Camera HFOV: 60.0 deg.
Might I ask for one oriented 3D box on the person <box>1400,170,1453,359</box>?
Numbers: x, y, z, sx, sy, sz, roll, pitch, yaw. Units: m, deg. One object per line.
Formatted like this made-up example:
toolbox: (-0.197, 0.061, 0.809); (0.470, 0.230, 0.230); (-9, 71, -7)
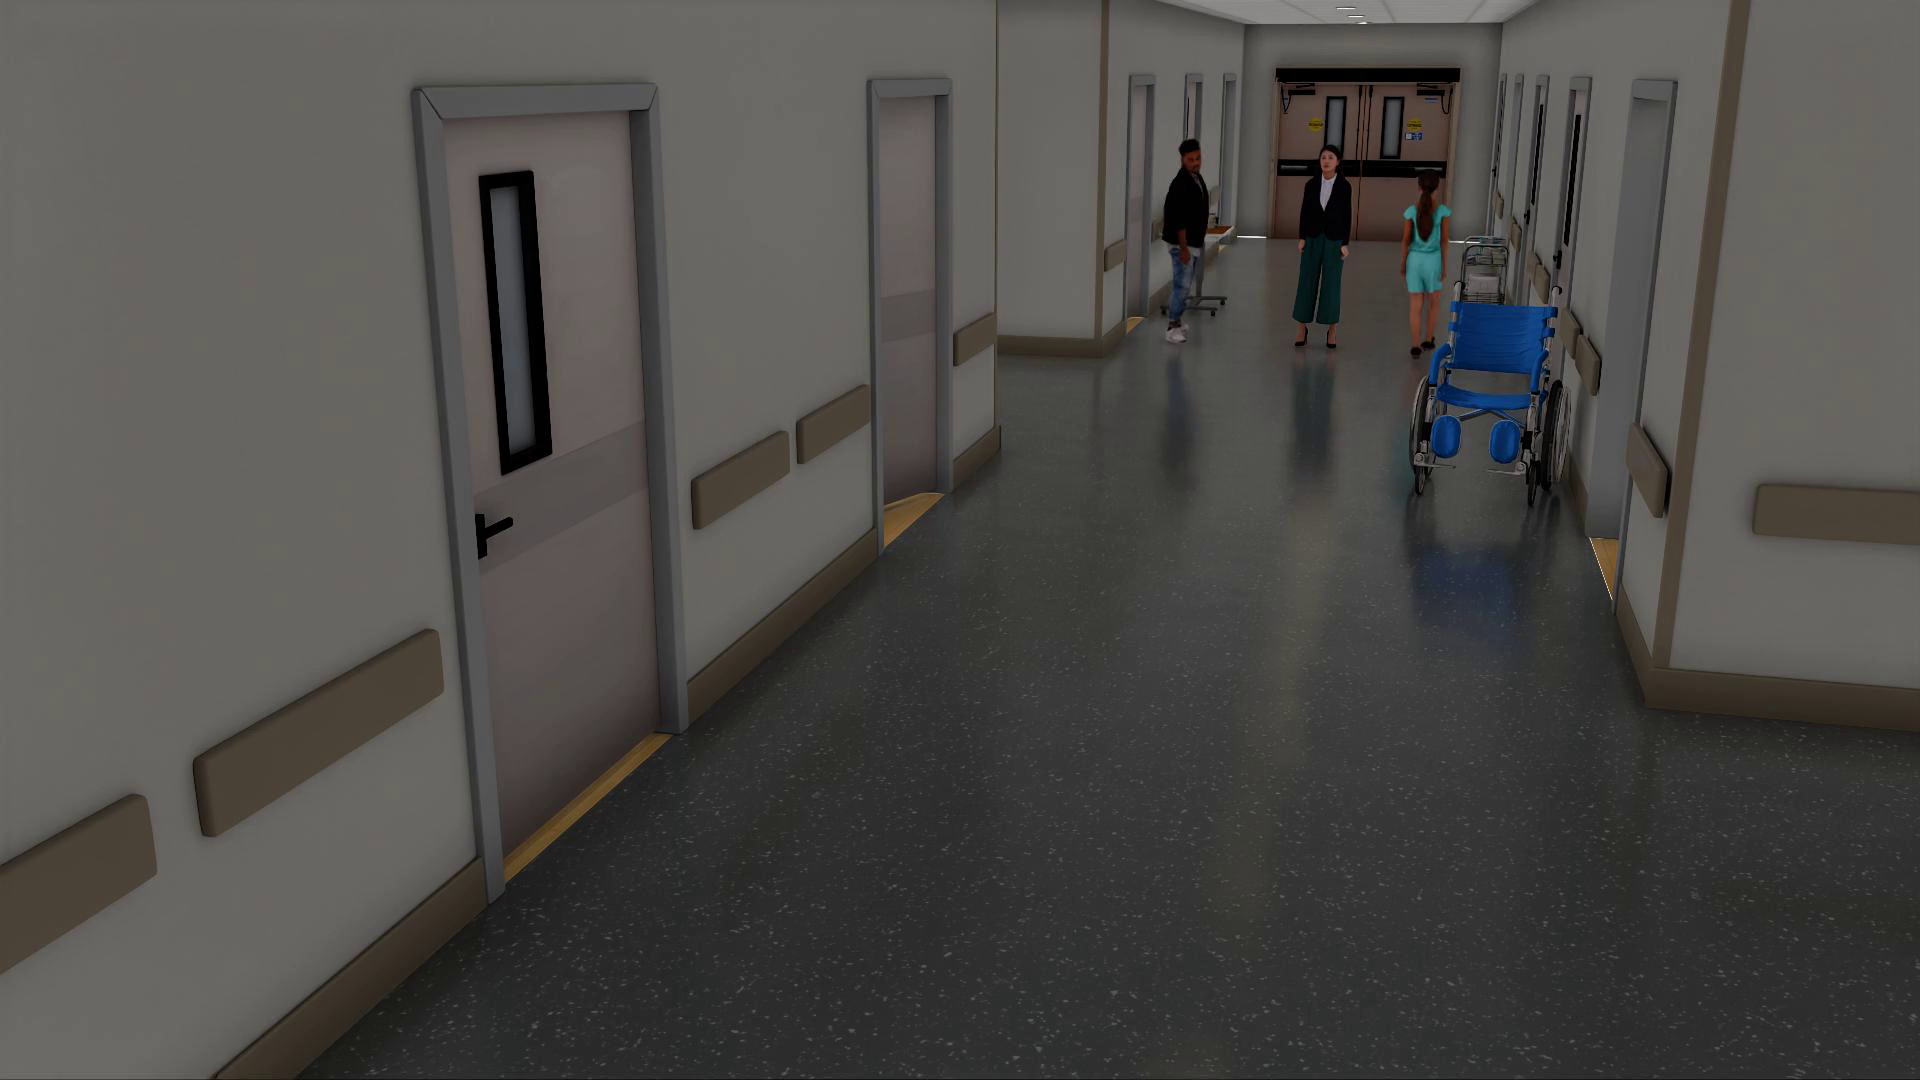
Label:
person: (3.896, -2.306, 13.953); (0.556, 1.550, 0.699); (5, 16, 17)

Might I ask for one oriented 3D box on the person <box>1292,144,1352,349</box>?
person: (3.157, -2.545, 14.449); (0.621, 1.740, 0.523); (5, 17, 18)

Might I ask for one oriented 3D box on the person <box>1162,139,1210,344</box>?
person: (1.972, -2.661, 14.797); (0.975, 1.774, 0.612); (3, 16, 12)
